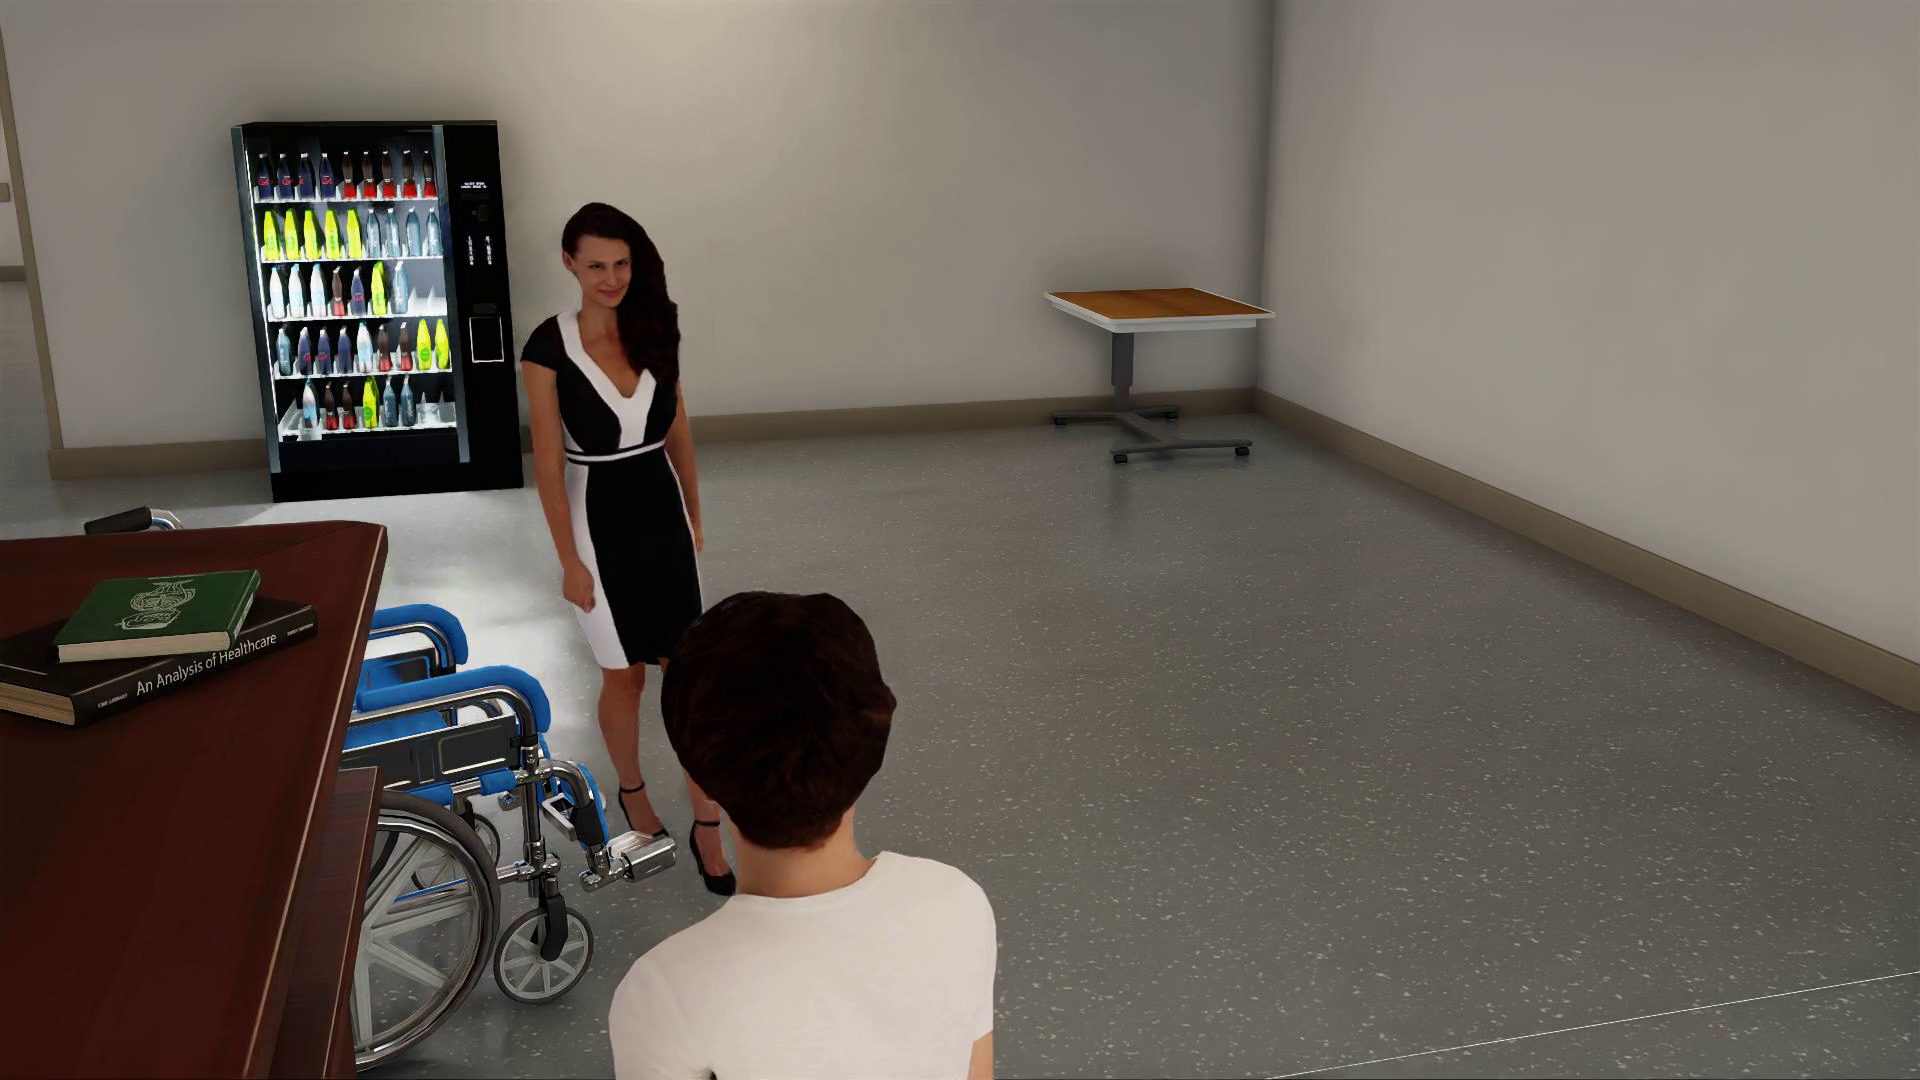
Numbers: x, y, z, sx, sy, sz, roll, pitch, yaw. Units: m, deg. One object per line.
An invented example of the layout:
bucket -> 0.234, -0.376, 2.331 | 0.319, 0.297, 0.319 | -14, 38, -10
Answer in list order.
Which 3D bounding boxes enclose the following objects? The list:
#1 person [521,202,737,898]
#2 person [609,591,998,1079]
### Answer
person -> -0.910, 0.032, 4.303 | 0.879, 1.763, 0.871 | -12, 20, -37
person -> -0.127, 0.843, 1.626 | 0.587, 1.653, 0.700 | -11, 19, -35
